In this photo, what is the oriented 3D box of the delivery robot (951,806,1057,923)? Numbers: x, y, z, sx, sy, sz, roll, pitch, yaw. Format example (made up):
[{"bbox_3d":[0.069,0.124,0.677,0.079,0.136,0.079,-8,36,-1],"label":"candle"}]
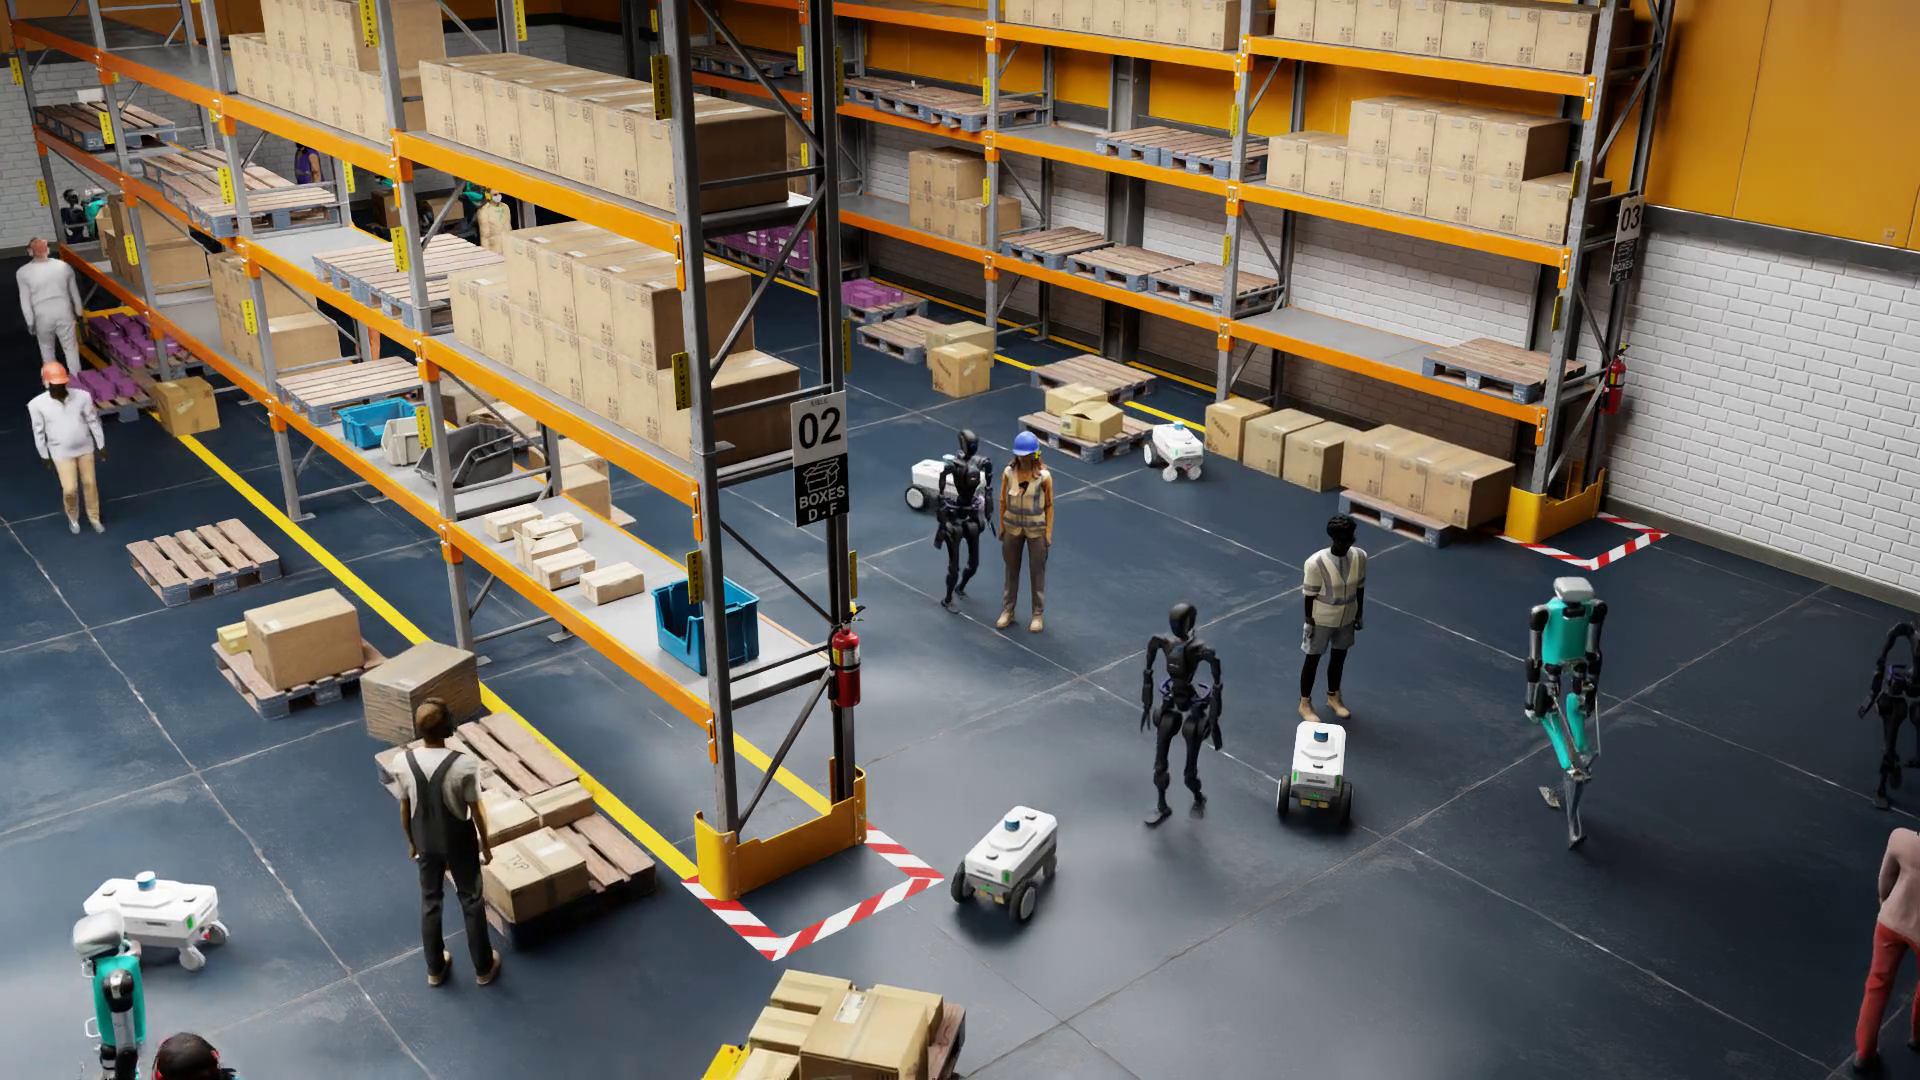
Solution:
[{"bbox_3d":[0.322,2.023,10.588,0.499,0.586,0.773,13,27,27],"label":"delivery robot"}]

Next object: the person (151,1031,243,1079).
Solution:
[{"bbox_3d":[-3.221,2.820,7.164,0.517,1.837,0.872,-9,25,-19],"label":"person"}]

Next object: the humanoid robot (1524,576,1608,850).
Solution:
[{"bbox_3d":[4.122,1.207,11.049,0.555,1.805,0.912,-4,24,-9],"label":"humanoid robot"}]

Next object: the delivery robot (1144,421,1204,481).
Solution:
[{"bbox_3d":[2.280,-0.968,17.510,0.513,0.584,0.744,-6,24,-13],"label":"delivery robot"}]

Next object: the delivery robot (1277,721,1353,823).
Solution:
[{"bbox_3d":[2.500,1.577,11.613,0.499,0.581,0.774,6,24,13],"label":"delivery robot"}]

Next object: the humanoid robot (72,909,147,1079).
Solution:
[{"bbox_3d":[-4.170,2.618,7.804,1.051,1.770,0.556,-13,26,-27],"label":"humanoid robot"}]

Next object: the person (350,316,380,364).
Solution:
[{"bbox_3d":[-7.164,-2.716,20.056,0.495,1.759,0.335,13,27,28],"label":"person"}]

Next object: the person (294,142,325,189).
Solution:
[{"bbox_3d":[-10.395,-5.651,26.631,0.533,1.933,0.409,18,29,36],"label":"person"}]

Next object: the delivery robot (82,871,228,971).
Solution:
[{"bbox_3d":[-4.873,2.282,10.023,0.815,0.614,0.499,3,24,6],"label":"delivery robot"}]

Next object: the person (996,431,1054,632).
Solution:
[{"bbox_3d":[0.550,-0.073,13.907,0.464,1.777,0.325,7,24,17],"label":"person"}]

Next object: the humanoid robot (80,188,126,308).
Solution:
[{"bbox_3d":[-11.690,-4.019,23.104,0.541,1.802,0.661,15,27,31],"label":"humanoid robot"}]

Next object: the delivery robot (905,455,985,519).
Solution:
[{"bbox_3d":[-0.146,-0.552,16.580,0.788,0.610,0.499,14,27,30],"label":"delivery robot"}]

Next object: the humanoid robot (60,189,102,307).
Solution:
[{"bbox_3d":[-12.429,-4.110,23.412,0.591,1.641,0.625,8,25,18],"label":"humanoid robot"}]

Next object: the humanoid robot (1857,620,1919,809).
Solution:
[{"bbox_3d":[6.533,1.052,11.429,0.607,1.637,0.449,8,25,18],"label":"humanoid robot"}]

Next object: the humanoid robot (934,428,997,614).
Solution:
[{"bbox_3d":[0.000,-0.178,14.334,0.584,1.673,0.448,-14,27,-29],"label":"humanoid robot"}]

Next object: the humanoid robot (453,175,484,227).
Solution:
[{"bbox_3d":[-7.928,-5.867,27.420,1.017,1.756,0.557,0,23,-1],"label":"humanoid robot"}]

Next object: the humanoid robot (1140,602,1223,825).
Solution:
[{"bbox_3d":[1.510,1.157,11.208,0.610,1.655,0.390,13,27,27],"label":"humanoid robot"}]

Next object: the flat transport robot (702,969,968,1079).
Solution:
[{"bbox_3d":[-0.704,2.982,8.738,1.431,0.231,0.659,6,24,14],"label":"flat transport robot"}]

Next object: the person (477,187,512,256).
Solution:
[{"bbox_3d":[-6.339,-3.967,22.806,0.404,1.876,0.564,15,27,30],"label":"person"}]

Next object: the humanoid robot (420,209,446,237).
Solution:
[{"bbox_3d":[-7.012,-3.640,22.346,0.584,1.641,0.601,13,26,27],"label":"humanoid robot"}]

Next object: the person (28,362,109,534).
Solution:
[{"bbox_3d":[-8.418,-0.861,15.786,0.569,1.736,0.400,-20,30,-39],"label":"person"}]

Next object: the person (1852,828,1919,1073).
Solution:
[{"bbox_3d":[5.213,2.069,8.989,0.729,1.740,0.531,-19,30,-37],"label":"person"}]

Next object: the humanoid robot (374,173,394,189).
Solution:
[{"bbox_3d":[-9.560,-6.129,28.128,0.725,1.901,0.538,9,25,19],"label":"humanoid robot"}]

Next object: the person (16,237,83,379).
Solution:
[{"bbox_3d":[-10.862,-2.702,19.881,0.674,1.862,0.967,-18,29,-36],"label":"person"}]

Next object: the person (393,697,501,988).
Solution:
[{"bbox_3d":[-2.957,1.755,9.612,0.502,1.836,0.351,1,23,2],"label":"person"}]

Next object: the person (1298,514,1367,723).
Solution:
[{"bbox_3d":[2.794,0.585,12.489,0.533,1.693,0.320,-8,25,-19],"label":"person"}]

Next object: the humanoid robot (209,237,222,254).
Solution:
[{"bbox_3d":[-10.793,-4.522,24.386,0.769,1.622,0.604,5,24,11],"label":"humanoid robot"}]
